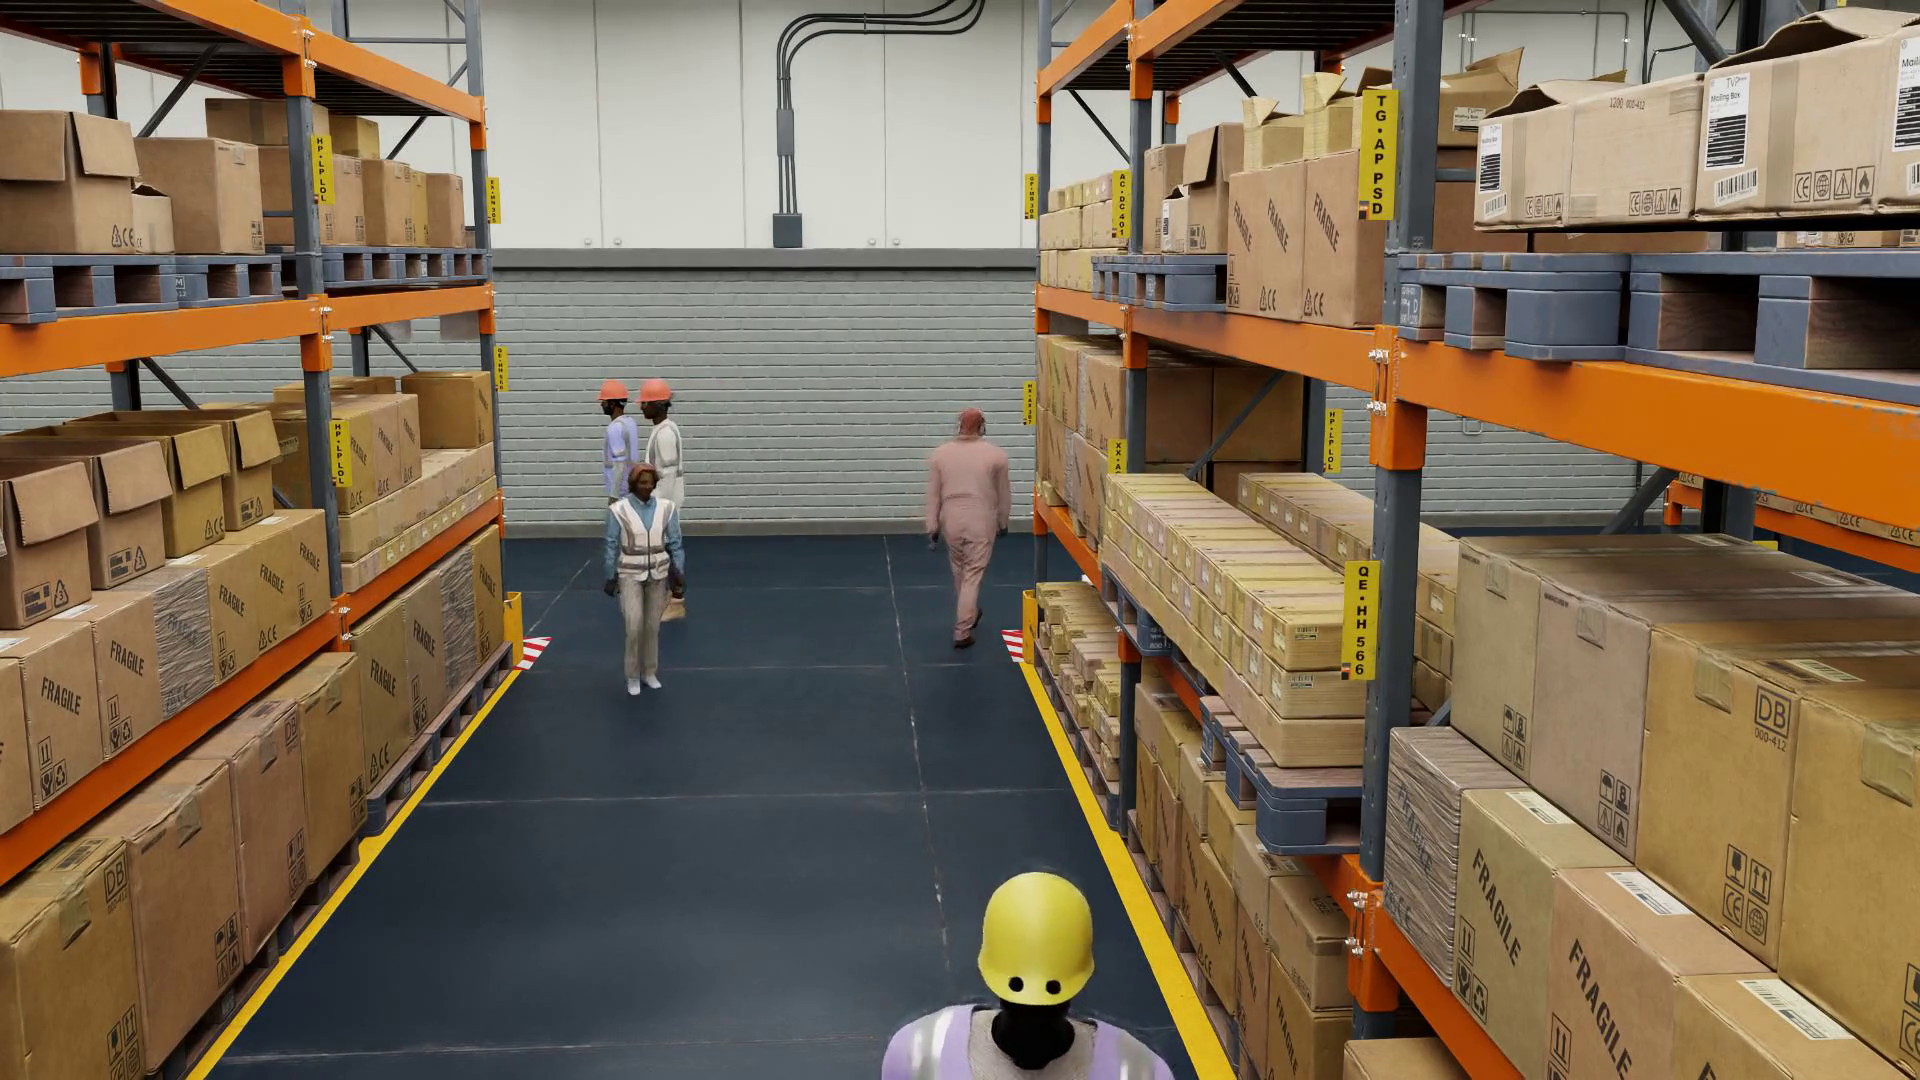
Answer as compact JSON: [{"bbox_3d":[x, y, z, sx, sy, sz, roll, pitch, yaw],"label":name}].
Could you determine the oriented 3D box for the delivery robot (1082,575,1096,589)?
[{"bbox_3d":[1.343,0.411,13.615,0.707,0.478,0.477,9,13,42],"label":"delivery robot"}]

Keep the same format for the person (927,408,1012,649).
[{"bbox_3d":[0.102,-0.120,13.192,0.635,1.850,0.972,4,10,21],"label":"person"}]

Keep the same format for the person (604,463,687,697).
[{"bbox_3d":[-2.177,0.274,11.565,0.534,1.618,0.550,-6,11,-31],"label":"person"}]

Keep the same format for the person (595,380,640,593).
[{"bbox_3d":[-3.095,-0.481,15.081,0.379,1.937,0.548,1,10,4],"label":"person"}]

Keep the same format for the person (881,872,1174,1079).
[{"bbox_3d":[0.137,1.522,3.377,0.601,1.905,0.746,2,10,10],"label":"person"}]

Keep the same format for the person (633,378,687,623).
[{"bbox_3d":[-2.500,-0.326,13.865,0.396,2.038,0.614,-2,10,-12],"label":"person"}]
